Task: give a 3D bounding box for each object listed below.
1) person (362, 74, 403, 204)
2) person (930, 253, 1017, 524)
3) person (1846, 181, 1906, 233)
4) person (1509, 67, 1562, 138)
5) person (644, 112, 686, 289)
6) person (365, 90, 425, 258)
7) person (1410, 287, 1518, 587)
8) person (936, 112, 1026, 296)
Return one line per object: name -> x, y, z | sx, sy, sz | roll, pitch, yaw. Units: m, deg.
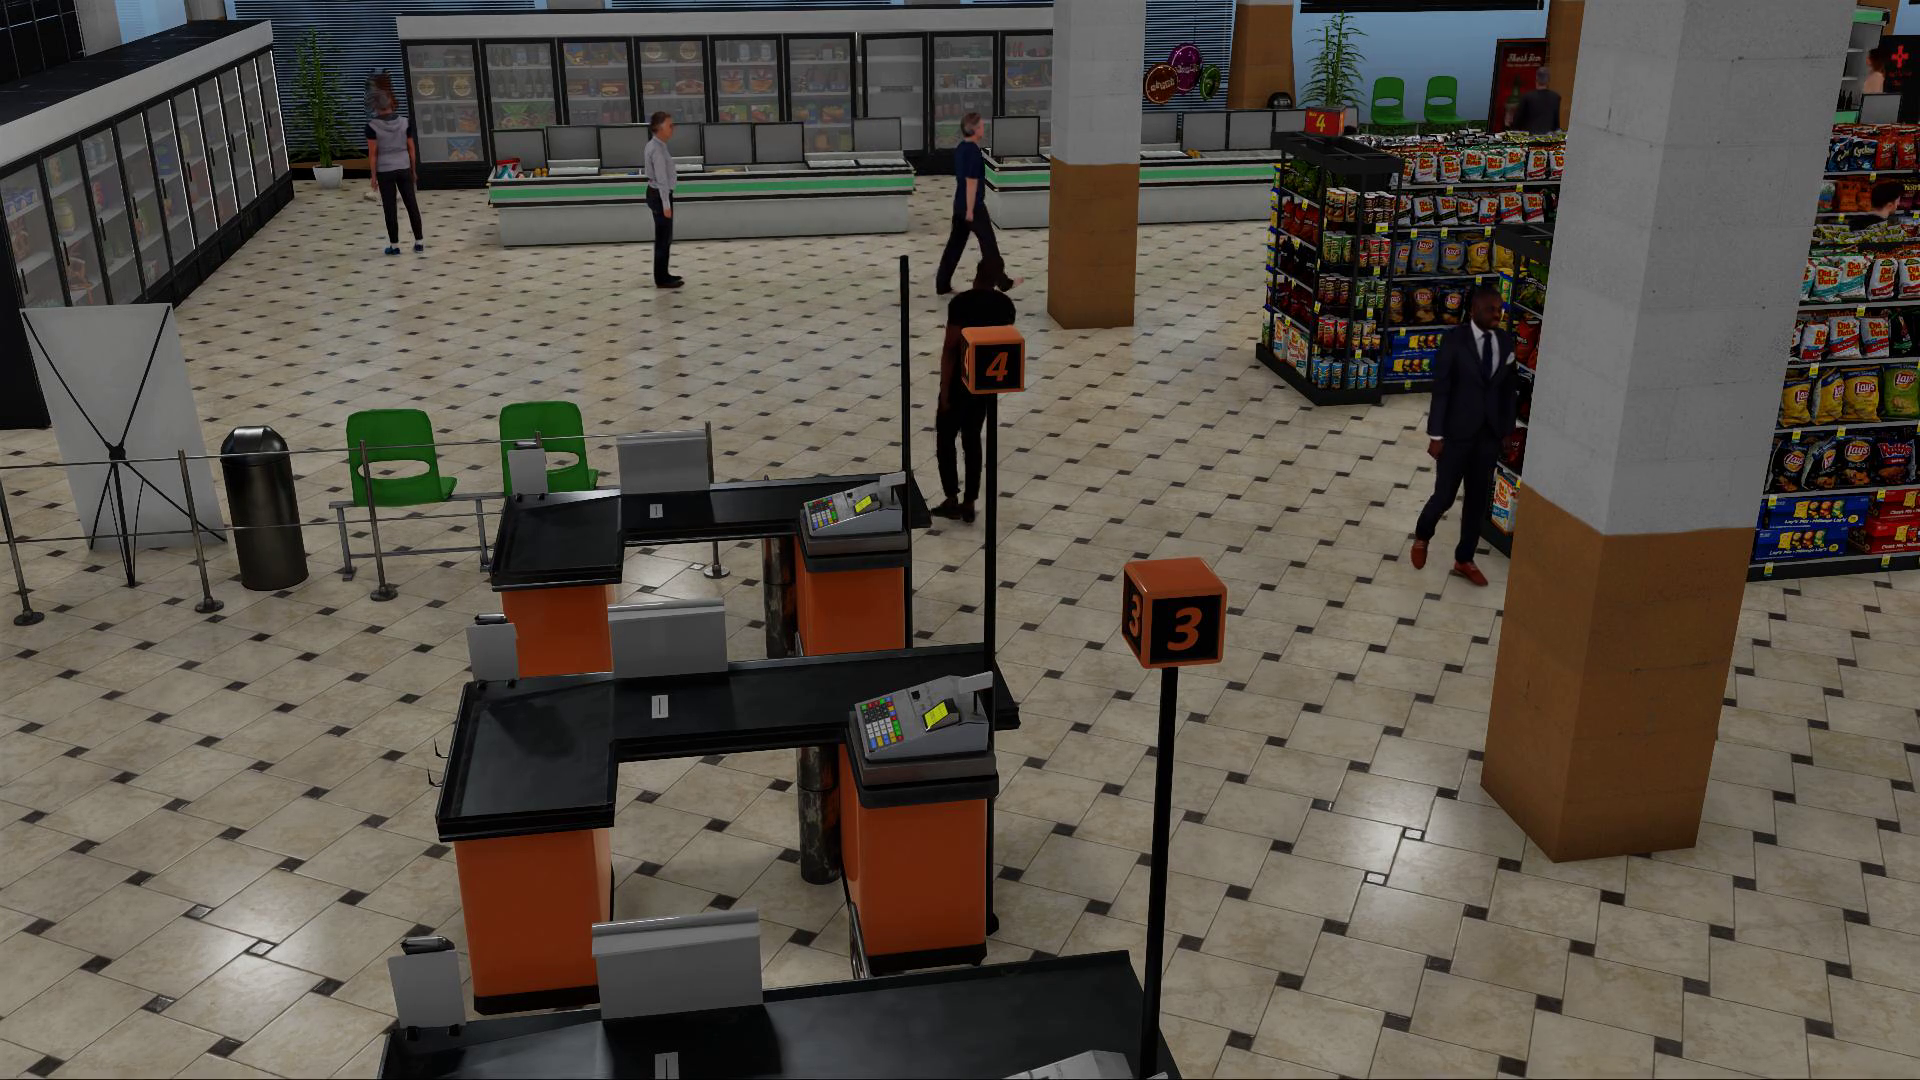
person -> -7.528, -5.256, 21.813 | 1.110, 1.642, 1.101 | 14, 26, 31
person -> 0.071, -0.959, 10.958 | 0.699, 1.762, 0.911 | -20, 29, -41
person -> 7.006, -1.872, 13.084 | 1.081, 1.871, 0.793 | -7, 23, -17
person -> 7.237, -4.973, 20.899 | 1.141, 1.798, 0.923 | -1, 22, -2
person -> -3.118, -3.547, 17.328 | 0.590, 1.814, 0.672 | -6, 23, -15
person -> -6.386, -4.144, 18.800 | 0.671, 1.825, 0.827 | -15, 26, -32
person -> 3.077, -0.662, 10.149 | 0.740, 1.813, 0.798 | -6, 23, -14
person -> 0.010, -3.336, 16.781 | 1.163, 1.831, 0.765 | -6, 23, -16
